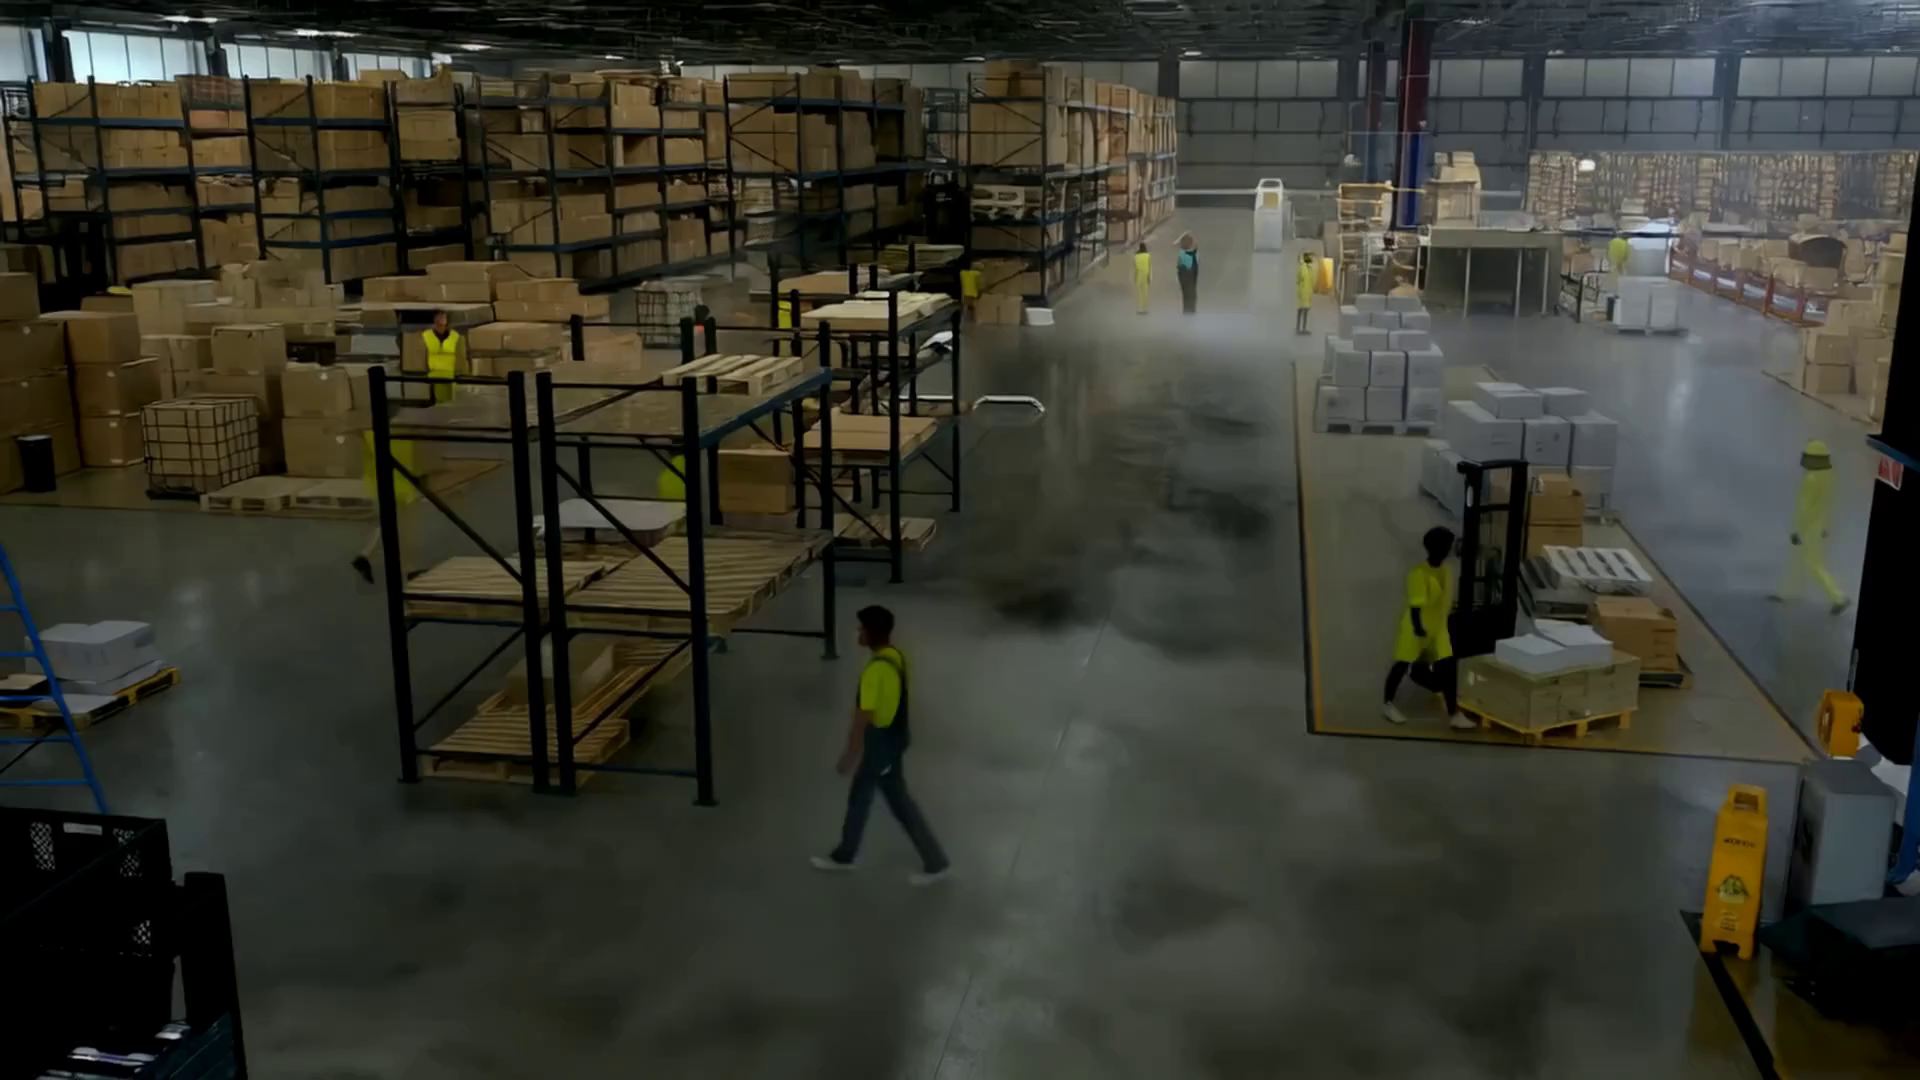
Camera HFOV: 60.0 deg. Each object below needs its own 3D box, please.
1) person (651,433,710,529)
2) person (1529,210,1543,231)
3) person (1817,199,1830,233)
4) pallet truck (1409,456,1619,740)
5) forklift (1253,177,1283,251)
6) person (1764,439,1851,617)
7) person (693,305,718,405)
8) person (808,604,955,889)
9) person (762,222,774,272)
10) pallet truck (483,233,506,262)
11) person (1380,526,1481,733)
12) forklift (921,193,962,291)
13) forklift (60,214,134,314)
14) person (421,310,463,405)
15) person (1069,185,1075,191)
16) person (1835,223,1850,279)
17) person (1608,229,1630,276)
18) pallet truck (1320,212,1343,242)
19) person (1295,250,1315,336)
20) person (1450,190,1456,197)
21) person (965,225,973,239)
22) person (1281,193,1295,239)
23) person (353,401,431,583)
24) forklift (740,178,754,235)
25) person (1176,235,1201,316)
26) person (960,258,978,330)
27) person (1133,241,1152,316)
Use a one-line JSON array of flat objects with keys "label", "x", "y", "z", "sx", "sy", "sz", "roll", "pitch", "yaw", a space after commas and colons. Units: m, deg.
[{"label": "person", "x": -2.747, "y": -0.183, "z": 16.011, "sx": 0.926, "sy": 1.864, "sz": 0.622, "roll": 5, "pitch": 15, "yaw": 19}, {"label": "person", "x": 21.654, "y": -11.555, "z": 62.578, "sx": 0.534, "sy": 1.690, "sz": 0.322, "roll": 8, "pitch": 16, "yaw": 30}, {"label": "person", "x": 35.693, "y": -13.149, "z": 68.743, "sx": 0.403, "sy": 1.835, "sz": 0.588, "roll": -7, "pitch": 15, "yaw": -25}, {"label": "pallet truck", "x": 4.504, "y": 0.400, "z": 13.395, "sx": 0.823, "sy": 1.965, "sz": 1.885, "roll": -6, "pitch": 15, "yaw": -23}, {"label": "forklift", "x": 12.083, "y": -12.747, "z": 64.956, "sx": 1.129, "sy": 2.768, "sz": 1.873, "roll": 3, "pitch": 14, "yaw": 10}, {"label": "person", "x": 8.316, "y": -0.124, "z": 16.125, "sx": 0.493, "sy": 1.718, "sz": 0.811, "roll": -11, "pitch": 18, "yaw": -39}, {"label": "person", "x": -3.996, "y": -2.720, "z": 26.157, "sx": 0.387, "sy": 1.956, "sz": 0.604, "roll": 4, "pitch": 14, "yaw": 14}, {"label": "person", "x": -0.466, "y": 1.279, "z": 10.252, "sx": 0.958, "sy": 1.805, "sz": 0.535, "roll": 2, "pitch": 14, "yaw": 8}, {"label": "person", "x": -6.274, "y": -9.955, "z": 55.470, "sx": 0.619, "sy": 1.994, "sz": 1.049, "roll": 3, "pitch": 14, "yaw": 12}, {"label": "pallet truck", "x": -11.832, "y": -7.026, "z": 43.548, "sx": 1.885, "sy": 1.965, "sz": 0.823, "roll": 8, "pitch": 16, "yaw": 28}, {"label": "person", "x": 3.656, "y": 0.699, "z": 12.888, "sx": 0.563, "sy": 1.644, "sz": 0.865, "roll": -9, "pitch": 17, "yaw": -33}, {"label": "forklift", "x": -0.461, "y": -8.727, "z": 48.633, "sx": 1.129, "sy": 2.768, "sz": 1.873, "roll": 3, "pitch": 14, "yaw": 10}, {"label": "forklift", "x": -18.899, "y": -5.642, "z": 36.109, "sx": 1.873, "sy": 2.768, "sz": 1.129, "roll": 3, "pitch": 14, "yaw": 10}, {"label": "person", "x": -8.123, "y": -2.675, "z": 26.154, "sx": 0.600, "sy": 1.860, "sz": 0.997, "roll": -7, "pitch": 15, "yaw": -25}, {"label": "person", "x": 6.139, "y": -18.506, "z": 90.741, "sx": 0.553, "sy": 1.707, "sz": 0.515, "roll": -3, "pitch": 14, "yaw": -12}, {"label": "person", "x": 27.871, "y": -9.136, "z": 52.590, "sx": 0.309, "sy": 1.769, "sz": 0.523, "roll": -7, "pitch": 16, "yaw": -27}, {"label": "person", "x": 19.247, "y": -8.177, "z": 48.613, "sx": 0.592, "sy": 1.813, "sz": 0.768, "roll": 3, "pitch": 14, "yaw": 13}, {"label": "pallet truck", "x": 15.874, "y": -13.227, "z": 70.310, "sx": 0.680, "sy": 1.201, "sz": 1.601, "roll": 10, "pitch": 17, "yaw": 35}, {"label": "person", "x": 7.932, "y": -5.660, "z": 38.128, "sx": 0.374, "sy": 1.933, "sz": 0.552, "roll": -6, "pitch": 15, "yaw": -23}, {"label": "person", "x": 22.569, "y": -15.024, "z": 76.136, "sx": 0.627, "sy": 1.943, "sz": 1.037, "roll": 10, "pitch": 17, "yaw": 34}, {"label": "person", "x": 0.408, "y": -9.619, "z": 54.304, "sx": 0.641, "sy": 1.889, "sz": 0.529, "roll": 5, "pitch": 15, "yaw": 19}, {"label": "person", "x": 14.237, "y": -14.082, "z": 72.315, "sx": 0.634, "sy": 1.937, "sz": 0.355, "roll": 4, "pitch": 14, "yaw": 14}, {"label": "person", "x": -5.887, "y": -0.476, "z": 17.126, "sx": 0.636, "sy": 1.917, "sz": 0.773, "roll": 9, "pitch": 16, "yaw": 32}, {"label": "forklift", "x": -9.122, "y": -15.100, "z": 74.510, "sx": 1.129, "sy": 2.768, "sz": 1.873, "roll": 3, "pitch": 14, "yaw": 10}, {"label": "person", "x": 5.732, "y": -6.692, "z": 42.103, "sx": 0.536, "sy": 2.000, "sz": 0.676, "roll": 12, "pitch": 18, "yaw": 40}, {"label": "person", "x": 0.199, "y": -5.816, "z": 39.317, "sx": 0.528, "sy": 1.666, "sz": 0.837, "roll": -5, "pitch": 15, "yaw": -20}, {"label": "person", "x": 4.621, "y": -6.637, "z": 42.243, "sx": 0.519, "sy": 1.865, "sz": 0.335, "roll": -6, "pitch": 15, "yaw": -22}]
